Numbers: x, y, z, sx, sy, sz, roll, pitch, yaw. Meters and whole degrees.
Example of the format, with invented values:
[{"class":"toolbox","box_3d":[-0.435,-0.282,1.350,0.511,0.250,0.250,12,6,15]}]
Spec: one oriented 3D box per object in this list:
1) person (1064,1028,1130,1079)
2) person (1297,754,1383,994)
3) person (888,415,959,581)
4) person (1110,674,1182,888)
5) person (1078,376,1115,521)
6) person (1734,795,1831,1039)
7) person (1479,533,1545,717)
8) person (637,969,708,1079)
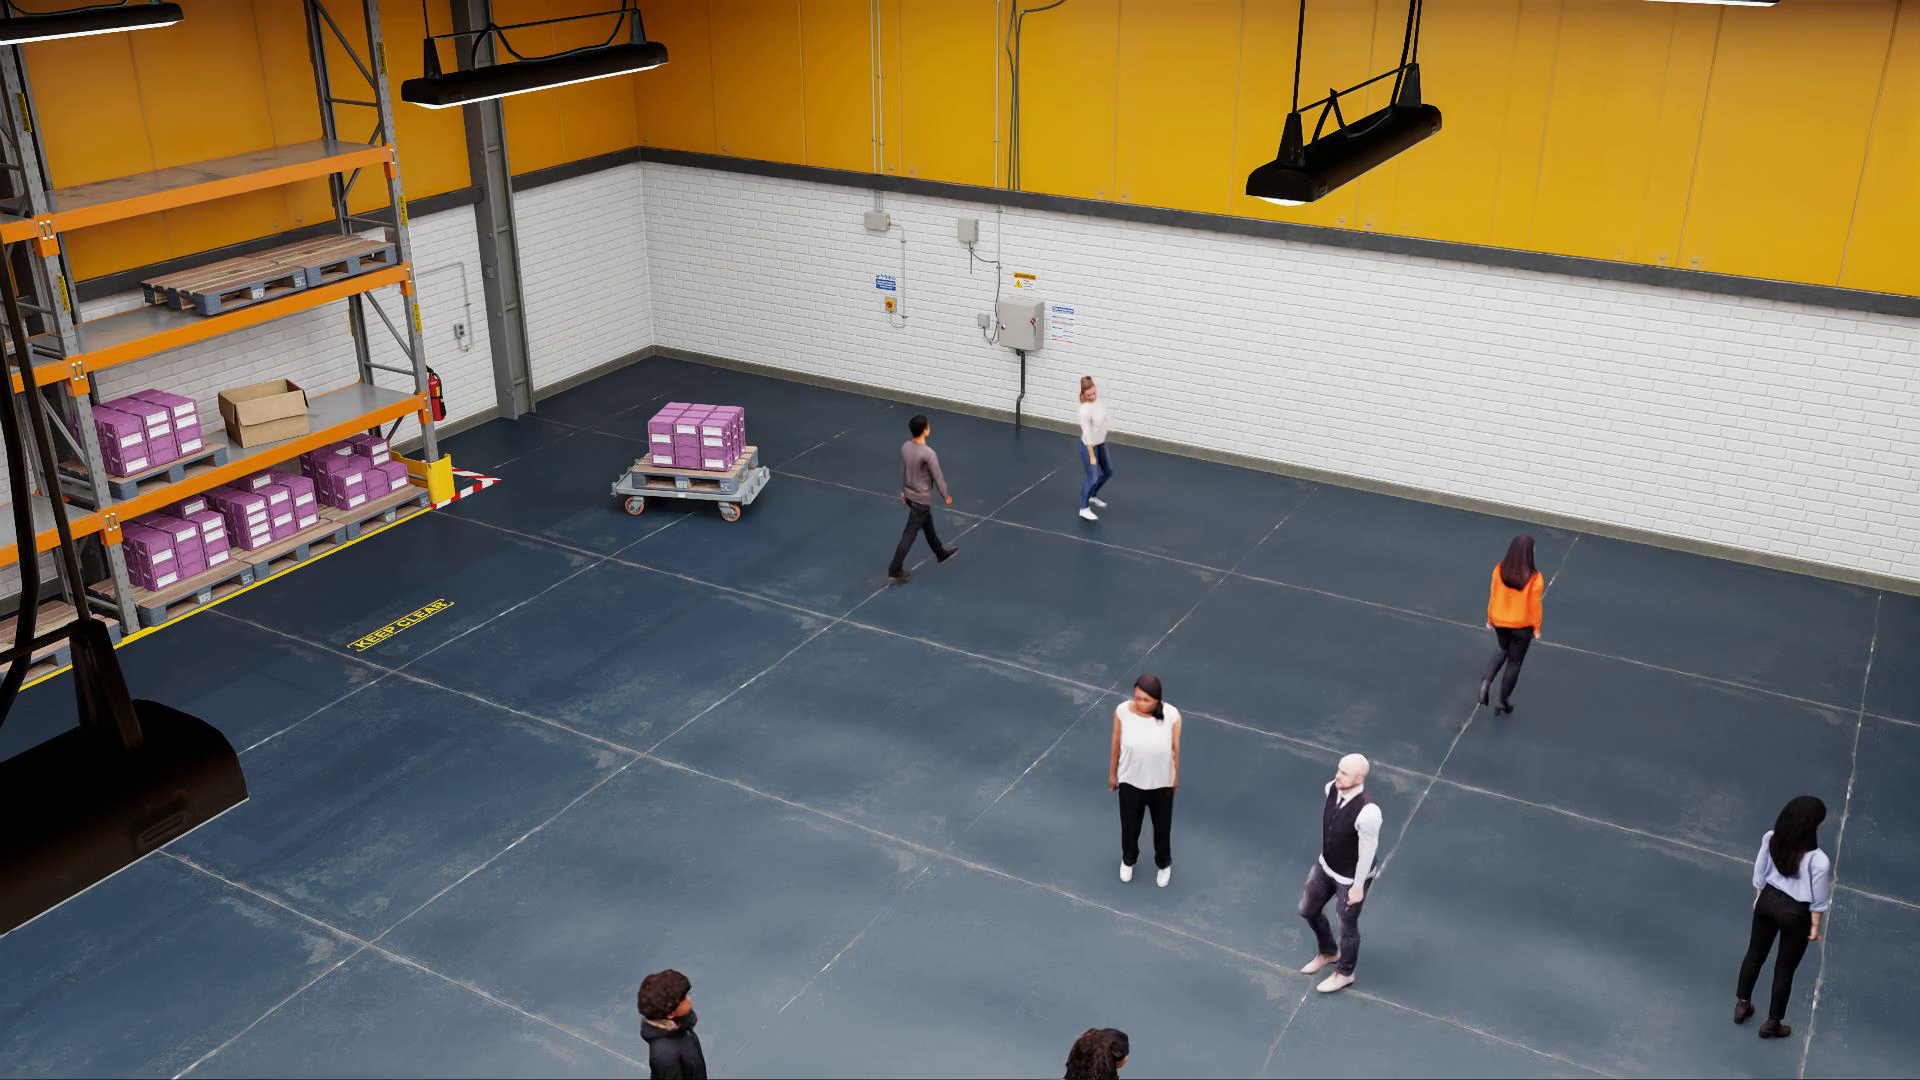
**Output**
[{"class":"person","box_3d":[0.676,3.294,8.826,0.687,1.607,0.745,21,31,39]},{"class":"person","box_3d":[2.622,2.206,11.060,0.827,1.812,0.806,-12,26,-25]},{"class":"person","box_3d":[-0.502,-0.382,17.103,1.240,1.712,0.972,-20,31,-38]},{"class":"person","box_3d":[1.383,1.729,12.305,0.731,1.687,0.717,6,24,13]},{"class":"person","box_3d":[1.475,-1.029,18.590,0.783,1.707,0.533,9,25,19]},{"class":"person","box_3d":[5.282,2.408,10.678,0.722,1.746,0.730,-14,27,-29]},{"class":"person","box_3d":[4.758,0.768,14.441,0.797,1.738,0.748,-16,28,-33]},{"class":"person","box_3d":[-1.544,3.097,9.060,0.800,1.780,0.733,-5,24,-11]}]
